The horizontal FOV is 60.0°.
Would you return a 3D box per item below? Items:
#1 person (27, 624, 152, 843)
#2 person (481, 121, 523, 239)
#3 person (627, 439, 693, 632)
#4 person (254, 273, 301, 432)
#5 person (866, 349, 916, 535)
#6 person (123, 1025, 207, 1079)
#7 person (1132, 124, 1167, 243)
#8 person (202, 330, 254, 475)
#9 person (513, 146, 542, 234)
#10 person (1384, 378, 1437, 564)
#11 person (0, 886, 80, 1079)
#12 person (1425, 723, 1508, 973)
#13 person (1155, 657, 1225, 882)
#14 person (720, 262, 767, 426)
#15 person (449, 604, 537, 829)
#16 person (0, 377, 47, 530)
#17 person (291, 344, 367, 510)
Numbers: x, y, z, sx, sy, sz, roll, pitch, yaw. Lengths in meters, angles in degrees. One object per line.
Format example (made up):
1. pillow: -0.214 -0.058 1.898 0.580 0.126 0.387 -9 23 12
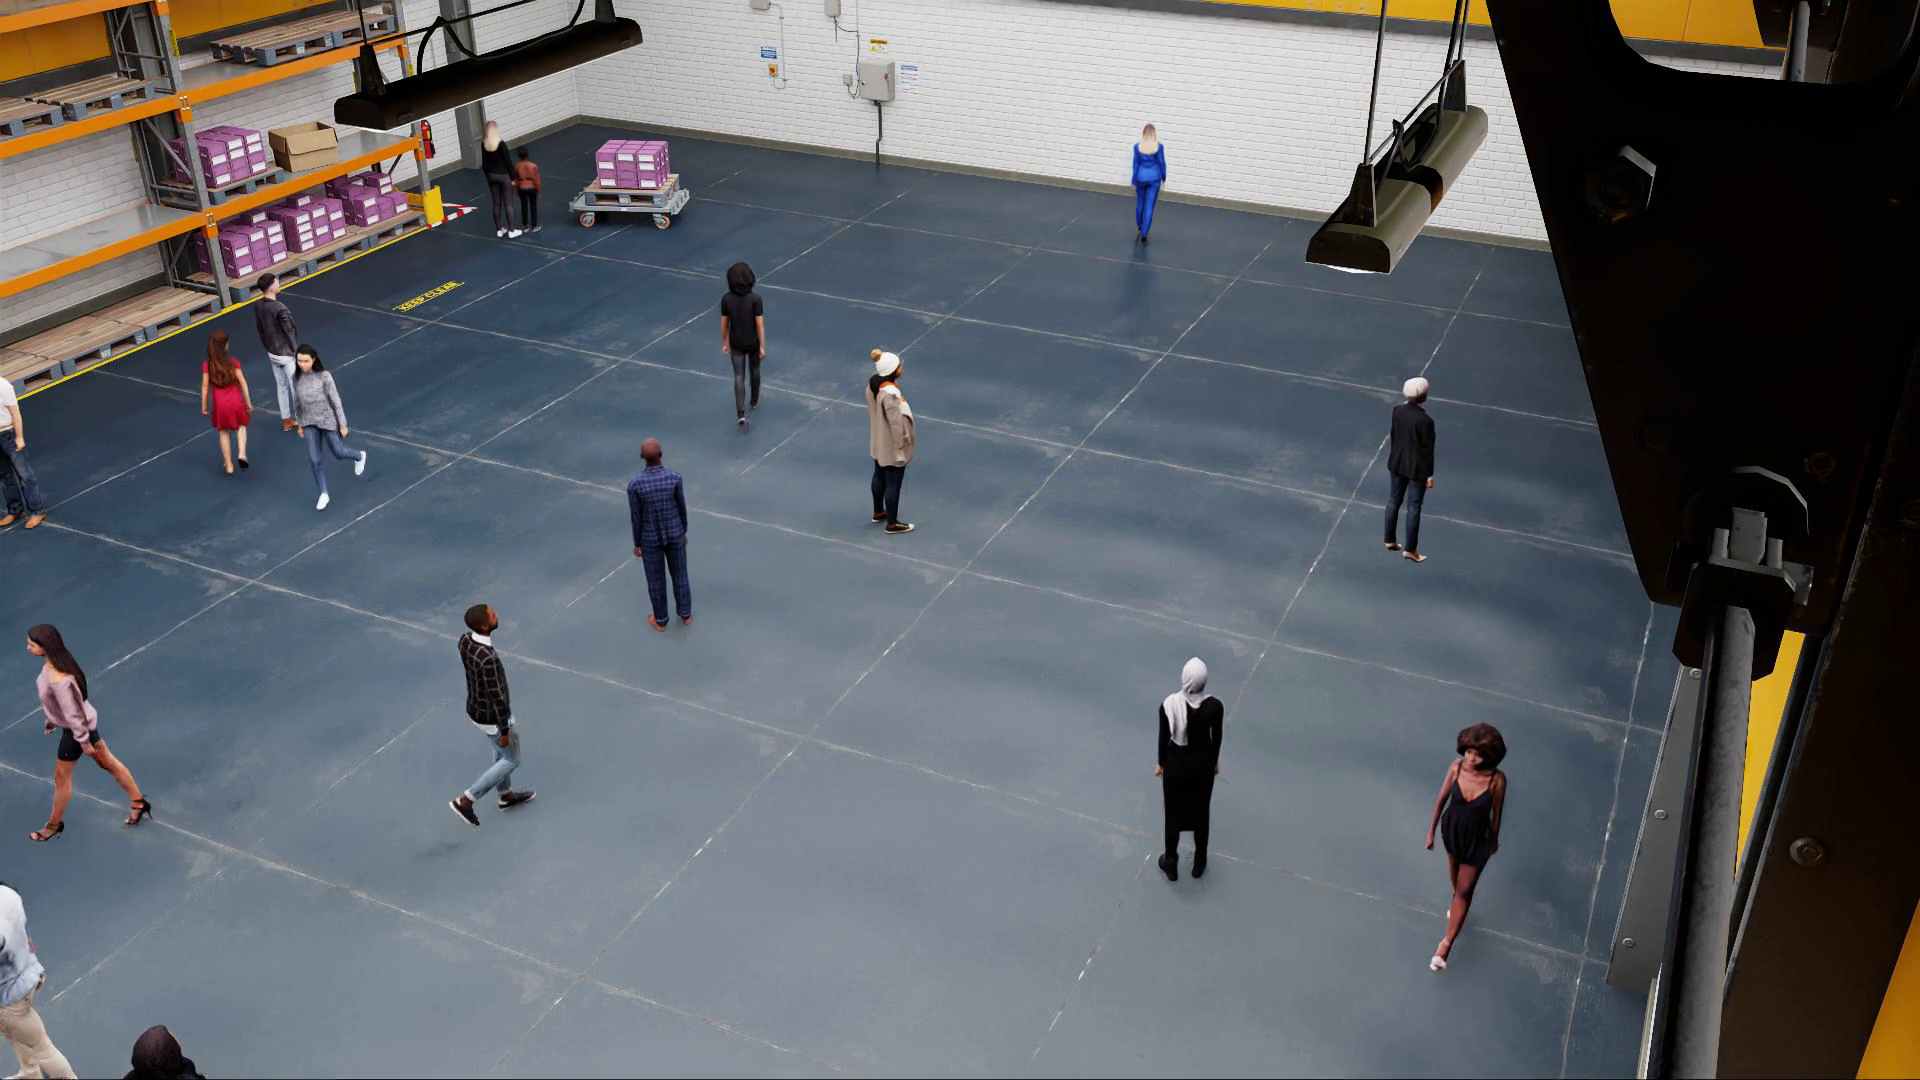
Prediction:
1. person: -6.231 1.364 11.976 1.109 1.773 1.032 -11 30 -19
2. person: -6.700 -5.242 24.178 0.642 1.685 0.580 8 30 14
3. person: -2.600 -0.051 14.521 0.750 1.819 0.824 -12 31 -21
4. person: -7.387 -2.033 18.136 0.661 1.837 0.544 14 32 24
5. person: -0.712 -0.982 16.154 0.857 1.891 0.813 -14 32 -24
6. person: -4.107 3.257 8.692 0.939 1.595 1.123 -2 29 -3
7. person: 2.712 -5.117 23.971 0.694 1.664 1.041 8 30 15
8. person: -7.599 -1.407 17.299 0.829 1.540 0.887 -16 32 -26
9. person: -6.375 -5.155 24.476 0.622 1.247 0.661 0 29 1
10. person: 4.060 -0.630 14.836 0.766 1.783 0.828 -16 33 -27
11. person: -5.391 2.605 9.640 0.928 1.831 0.890 -5 29 -8
12. person: 3.372 1.920 10.979 0.688 1.751 1.116 18 33 29
13. person: 1.589 1.601 11.534 0.677 1.779 0.669 0 29 1
14. person: -2.401 -2.146 18.379 0.969 1.802 1.218 0 29 -1
15. person: -3.486 1.298 12.068 1.057 1.802 0.911 -22 36 -34
16. person: -9.351 -1.018 16.255 0.725 1.856 0.667 5 29 8
17. person: -6.380 -1.206 16.759 0.863 1.705 1.098 5 29 9
